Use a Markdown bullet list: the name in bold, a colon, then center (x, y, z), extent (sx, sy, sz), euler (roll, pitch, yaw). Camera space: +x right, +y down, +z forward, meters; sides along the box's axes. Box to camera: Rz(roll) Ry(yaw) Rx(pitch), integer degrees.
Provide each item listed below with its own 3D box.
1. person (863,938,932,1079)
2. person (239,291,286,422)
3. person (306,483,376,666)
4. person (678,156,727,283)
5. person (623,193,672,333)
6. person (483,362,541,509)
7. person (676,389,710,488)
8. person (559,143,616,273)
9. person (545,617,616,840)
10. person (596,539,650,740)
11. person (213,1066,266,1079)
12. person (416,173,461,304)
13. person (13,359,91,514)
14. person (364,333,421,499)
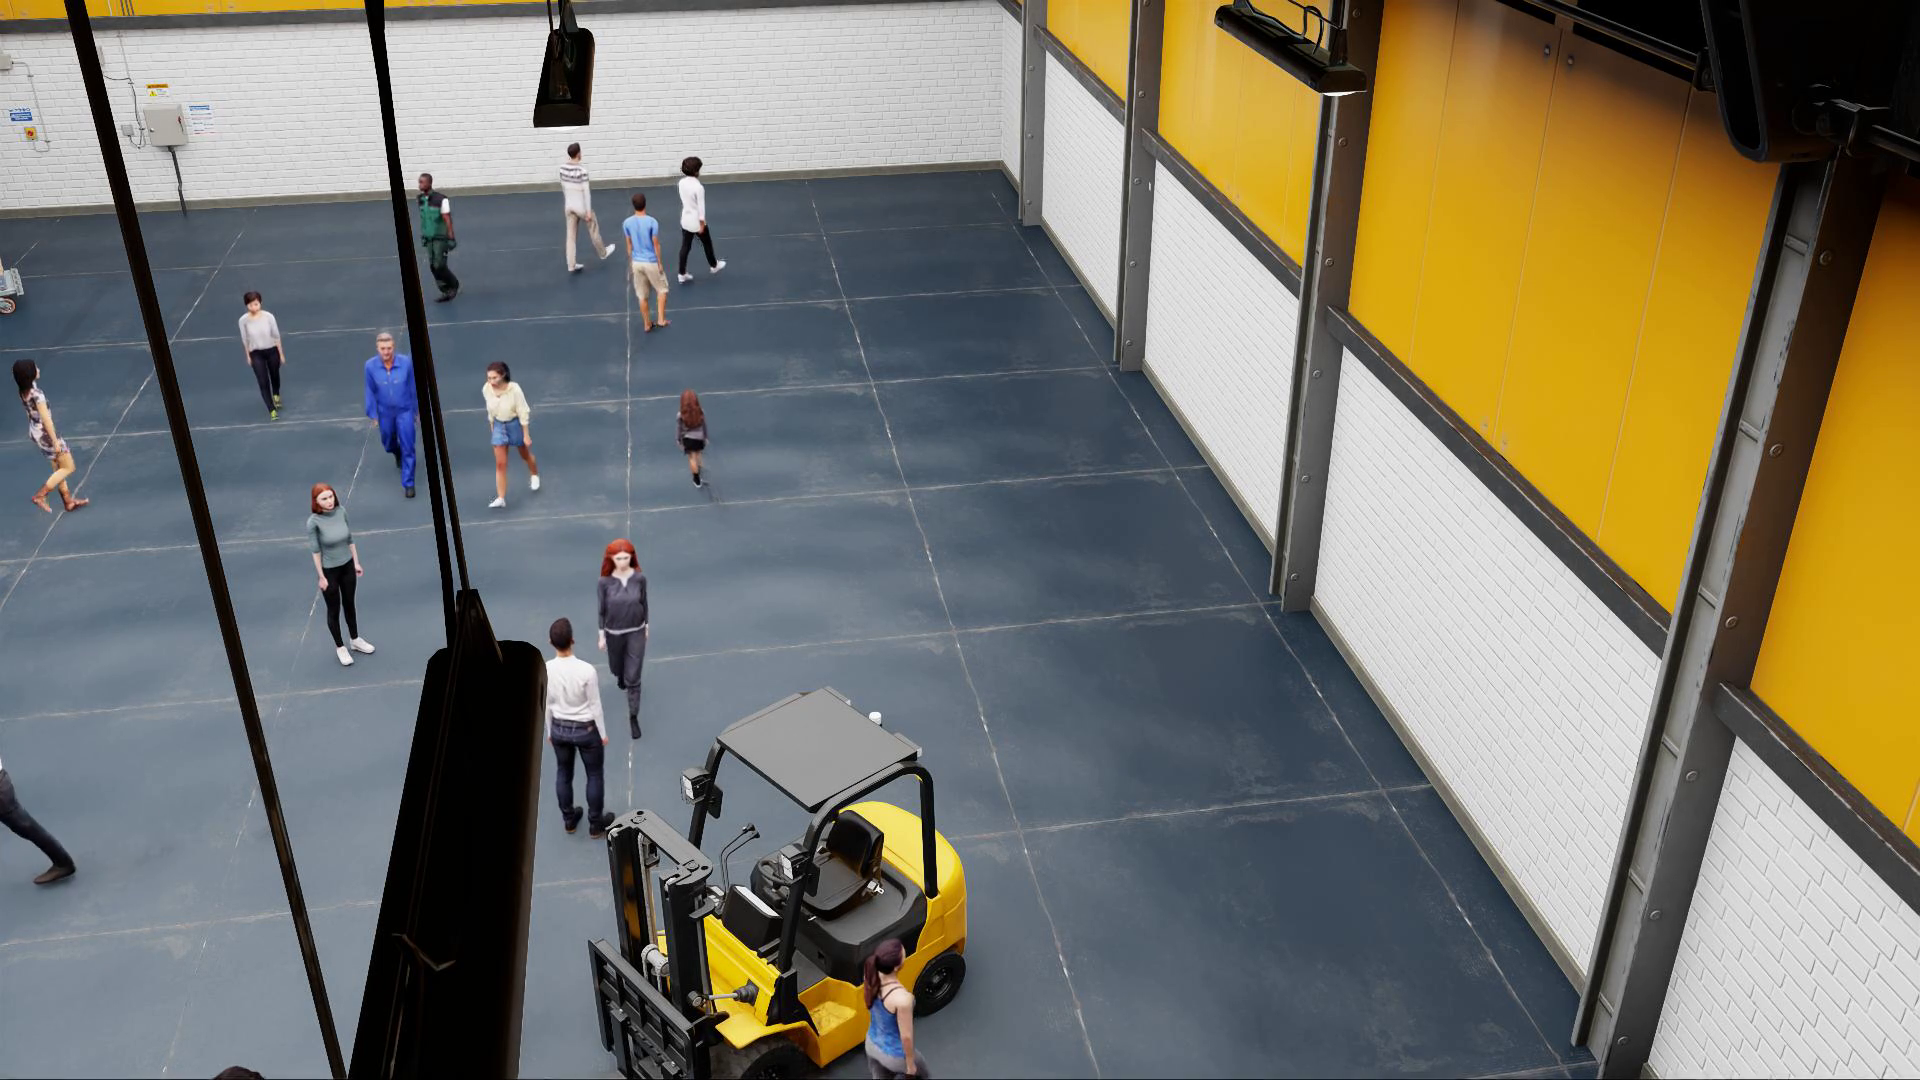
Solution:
- **person**: center (-0.456, 3.054, 9.903), extent (0.754, 1.604, 0.680), euler (-25, 37, -38)
- **person**: center (-8.223, -2.221, 19.672), extent (0.763, 1.509, 1.082), euler (-13, 31, -23)
- **person**: center (-5.562, 0.277, 14.848), extent (0.726, 1.742, 0.669), euler (19, 34, 31)
- **person**: center (-3.843, -4.516, 23.608), extent (1.106, 1.768, 1.175), euler (18, 34, 30)
- **person**: center (-4.155, -3.619, 21.871), extent (0.750, 1.857, 0.769), euler (5, 29, 9)
- **person**: center (-4.741, -1.175, 17.679), extent (0.975, 1.580, 1.237), euler (5, 29, 8)
- **person**: center (-2.886, -1.091, 18.043), extent (0.592, 1.086, 0.767), euler (-13, 31, -22)
- **person**: center (-5.557, -4.755, 23.996), extent (1.114, 1.816, 1.269), euler (12, 31, 21)
- **person**: center (-2.902, 1.442, 12.587), extent (0.703, 1.863, 0.695), euler (3, 29, 6)
- **person**: center (-2.822, 0.750, 13.966), extent (0.629, 1.757, 1.037), euler (-5, 29, -9)
- **person**: center (-3.834, 3.492, 9.082), extent (0.732, 1.621, 0.666), euler (15, 32, 26)
- **person**: center (-7.144, -4.174, 22.923), extent (0.855, 1.824, 0.902), euler (13, 31, 23)
- **person**: center (-9.558, -1.036, 17.276), extent (0.865, 1.723, 0.910), euler (22, 36, 35)
- **person**: center (-6.057, -1.396, 17.857), extent (0.782, 1.798, 1.095), euler (-7, 29, -13)
